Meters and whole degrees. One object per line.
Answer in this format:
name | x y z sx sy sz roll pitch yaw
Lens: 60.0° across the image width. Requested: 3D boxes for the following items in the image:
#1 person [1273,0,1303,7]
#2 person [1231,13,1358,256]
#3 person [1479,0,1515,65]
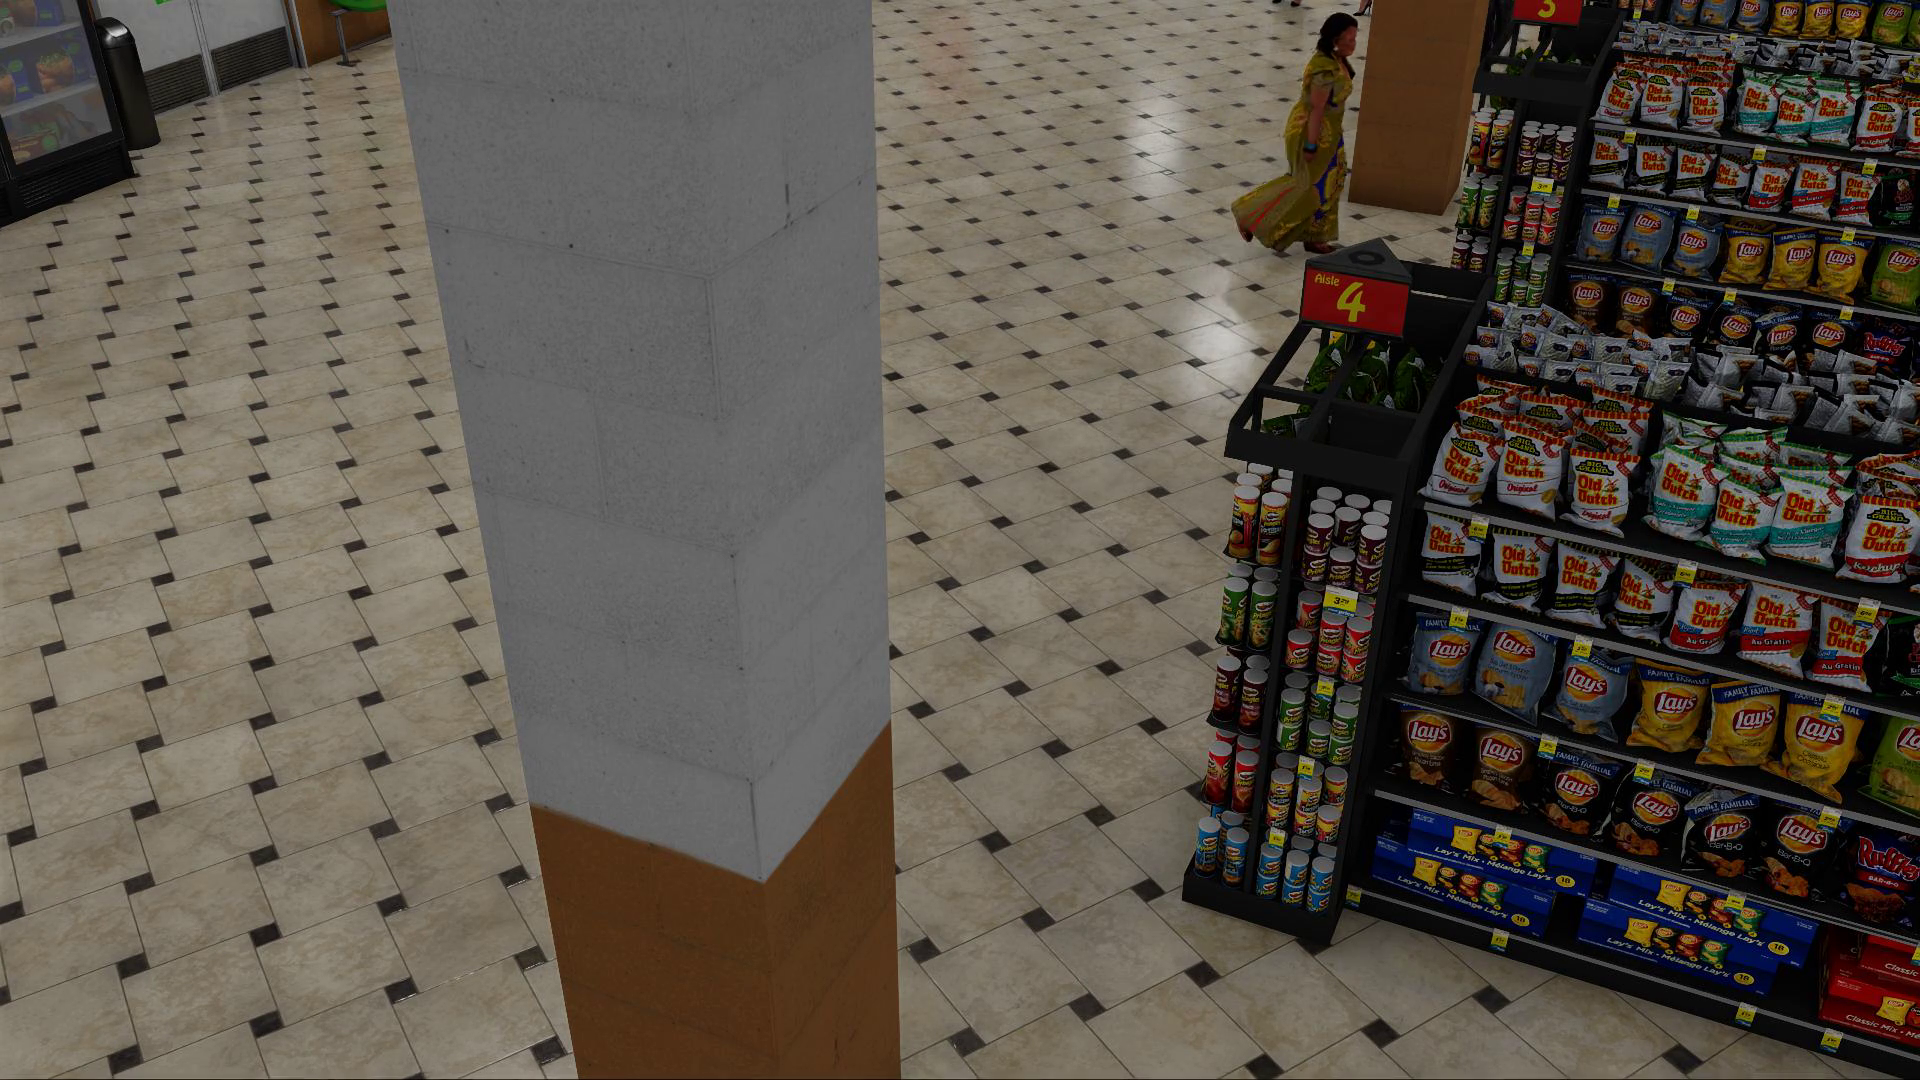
person | 3.422 -6.230 16.792 0.521 1.600 0.677 22 38 32
person | 2.275 -2.664 11.033 0.992 1.630 0.783 12 34 18
person | 4.663 -4.716 14.396 0.923 1.561 0.802 6 32 9
